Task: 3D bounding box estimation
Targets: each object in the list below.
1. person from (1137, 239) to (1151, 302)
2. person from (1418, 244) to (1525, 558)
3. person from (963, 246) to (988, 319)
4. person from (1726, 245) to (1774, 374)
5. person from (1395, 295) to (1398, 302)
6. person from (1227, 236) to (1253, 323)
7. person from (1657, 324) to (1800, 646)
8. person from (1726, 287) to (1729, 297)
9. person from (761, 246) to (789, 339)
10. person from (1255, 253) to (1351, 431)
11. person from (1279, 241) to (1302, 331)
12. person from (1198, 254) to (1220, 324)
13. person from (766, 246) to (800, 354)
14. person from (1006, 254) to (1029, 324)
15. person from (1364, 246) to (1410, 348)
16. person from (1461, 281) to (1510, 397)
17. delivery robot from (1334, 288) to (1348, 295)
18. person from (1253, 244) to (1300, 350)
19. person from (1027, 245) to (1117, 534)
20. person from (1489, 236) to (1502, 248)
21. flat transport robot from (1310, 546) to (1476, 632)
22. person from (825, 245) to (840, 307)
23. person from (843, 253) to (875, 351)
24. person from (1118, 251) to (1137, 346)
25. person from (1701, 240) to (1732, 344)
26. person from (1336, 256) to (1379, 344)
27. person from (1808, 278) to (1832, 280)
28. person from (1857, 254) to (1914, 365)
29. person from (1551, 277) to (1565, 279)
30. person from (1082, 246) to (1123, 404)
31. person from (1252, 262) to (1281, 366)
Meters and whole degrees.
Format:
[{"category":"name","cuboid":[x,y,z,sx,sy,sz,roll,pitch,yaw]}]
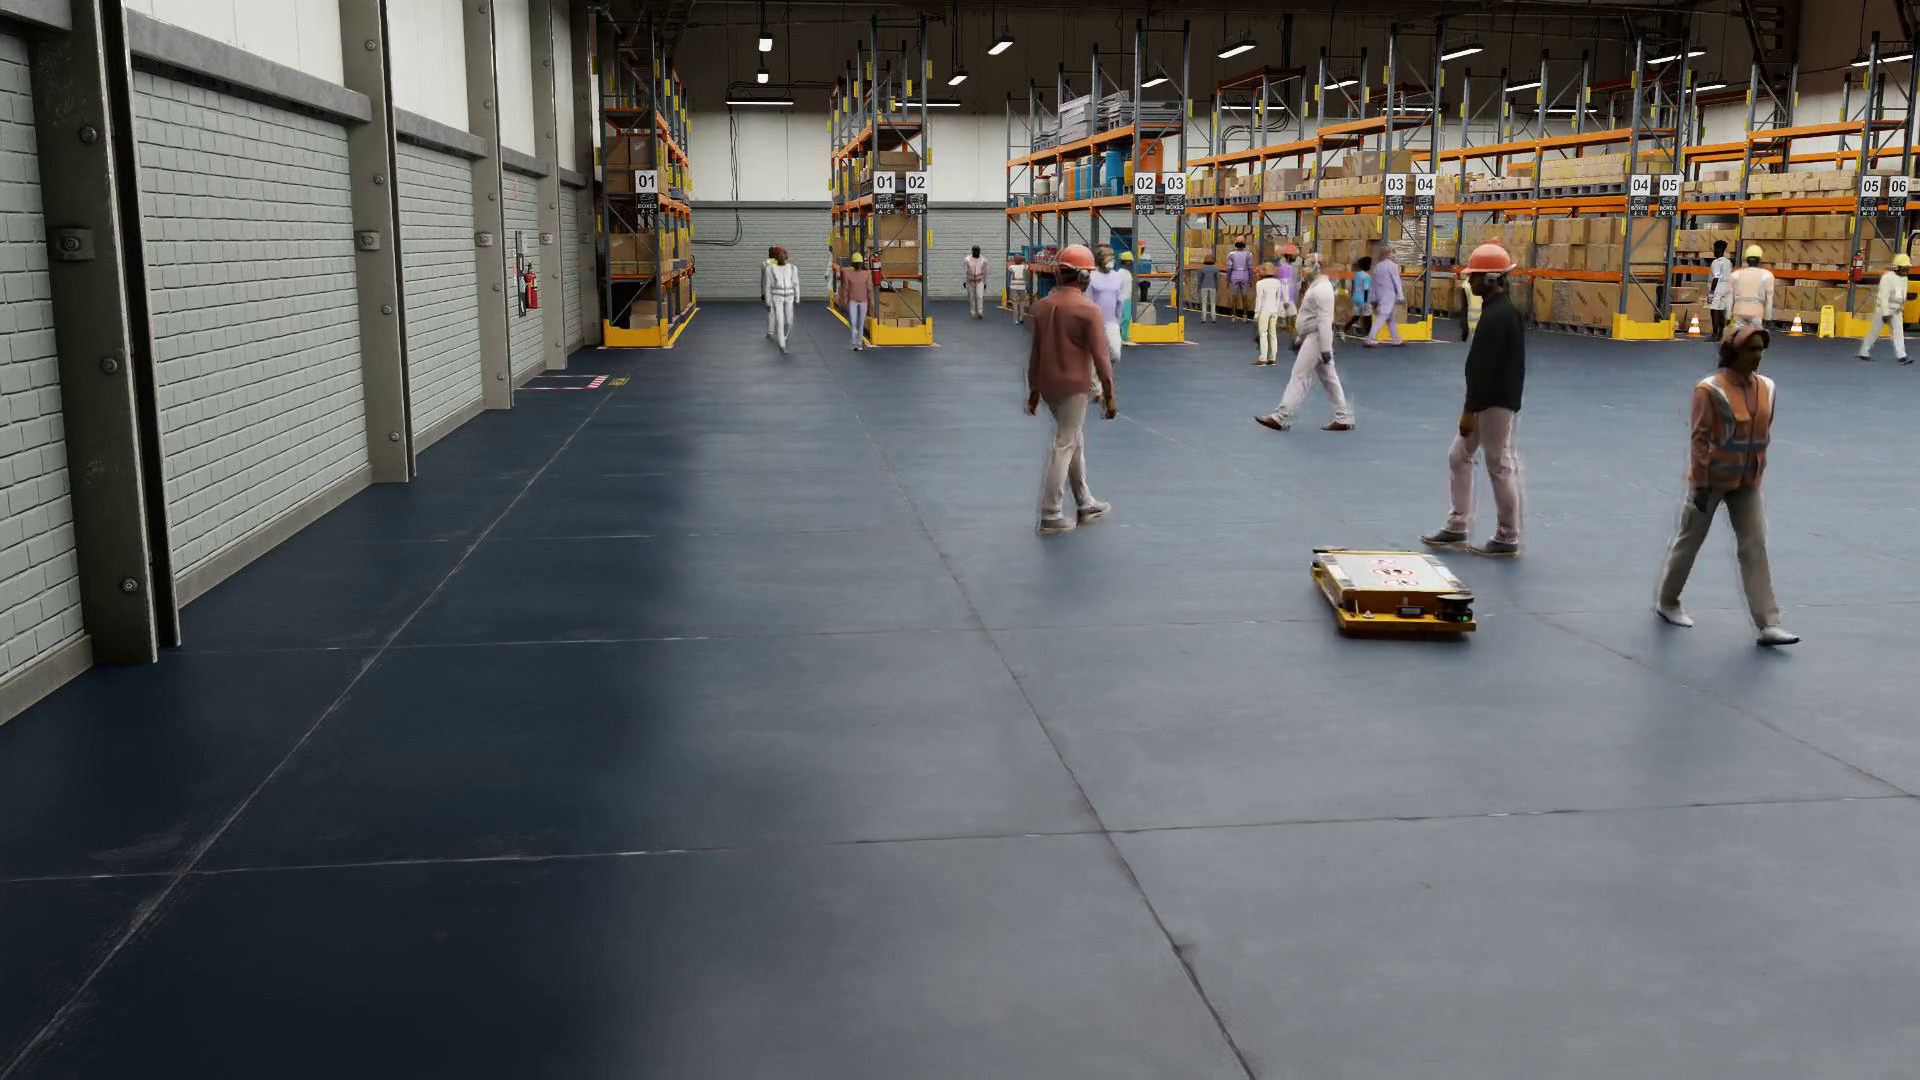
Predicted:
[{"category":"person","cuboid":[4.442,-6.484,41.342,0.625,1.974,0.772,-2,11,-13]},{"category":"person","cuboid":[3.228,-0.867,10.526,0.776,1.967,0.654,4,11,19]},{"category":"person","cuboid":[0.378,-6.372,41.198,0.617,1.798,0.972,1,10,4]},{"category":"person","cuboid":[11.040,-3.166,23.294,0.588,1.915,0.535,7,12,33]},{"category":"person","cuboid":[9.933,-5.831,38.464,0.503,1.706,0.821,0,10,-2]},{"category":"person","cuboid":[6.564,-6.105,39.049,0.605,2.045,0.380,2,10,9]},{"category":"person","cuboid":[3.881,-0.288,8.388,0.538,1.592,0.882,-3,11,-17]},{"category":"person","cuboid":[20.928,-7.108,44.903,0.585,1.920,0.391,-1,10,-7]},{"category":"person","cuboid":[-3.699,-4.951,33.276,0.629,1.846,0.429,-6,12,-30]},{"category":"person","cuboid":[3.649,-2.056,17.386,1.003,1.854,0.646,3,11,15]},{"category":"person","cuboid":[7.143,-5.471,35.898,0.625,1.934,0.364,-7,13,-35]},{"category":"person","cuboid":[5.772,-5.819,38.614,0.507,1.631,0.268,1,10,3]},{"category":"person","cuboid":[-3.113,-4.199,29.112,0.591,1.862,0.749,-4,11,-21]},{"category":"person","cuboid":[1.335,-5.854,38.807,0.540,1.619,0.560,-1,10,-5]},{"category":"person","cuboid":[7.845,-4.446,30.501,0.955,1.864,0.648,-2,11,-11]},{"category":"person","cuboid":[6.491,-2.631,20.639,0.746,1.818,0.626,-8,13,-36]},{"category":"delivery robot","cuboid":[11.386,-7.322,49.552,0.707,0.478,0.477,3,11,14]},{"category":"person","cuboid":[5.769,-4.348,29.835,0.912,1.909,0.554,3,11,18]},{"category":"person","cuboid":[0.859,-1.042,11.508,0.887,1.960,0.659,-8,13,-38]},{"category":"person","cuboid":[11.554,-5.553,36.062,0.607,2.035,0.403,-1,10,-4]},{"category":"flat transport robot","cuboid":[2.331,0.250,9.077,0.652,0.197,1.431,1,10,4]},{"category":"person","cuboid":[-3.662,-7.624,47.816,0.506,1.872,0.595,-1,10,-6]},{"category":"person","cuboid":[-1.785,-4.204,29.484,0.536,1.724,0.871,-2,11,-13]},{"category":"person","cuboid":[3.047,-4.495,31.002,0.460,1.755,0.540,5,11,24]},{"category":"person","cuboid":[14.410,-4.714,31.640,0.617,1.964,0.361,-9,14,-40]},{"category":"person","cuboid":[7.511,-4.506,31.313,0.740,1.675,0.536,-3,11,-14]},{"category":"person","cuboid":[19.603,-5.794,37.948,0.530,1.832,0.941,0,10,3]},{"category":"person","cuboid":[14.803,-3.661,26.483,0.592,1.763,0.967,-4,11,-22]},{"category":"person","cuboid":[17.766,-7.914,49.300,0.561,1.922,0.568,-1,10,-8]},{"category":"person","cuboid":[1.710,-2.611,20.239,0.624,1.919,0.485,-5,11,-25]},{"category":"person","cuboid":[4.838,-3.566,26.252,0.500,1.636,0.281,-7,13,-34]}]
